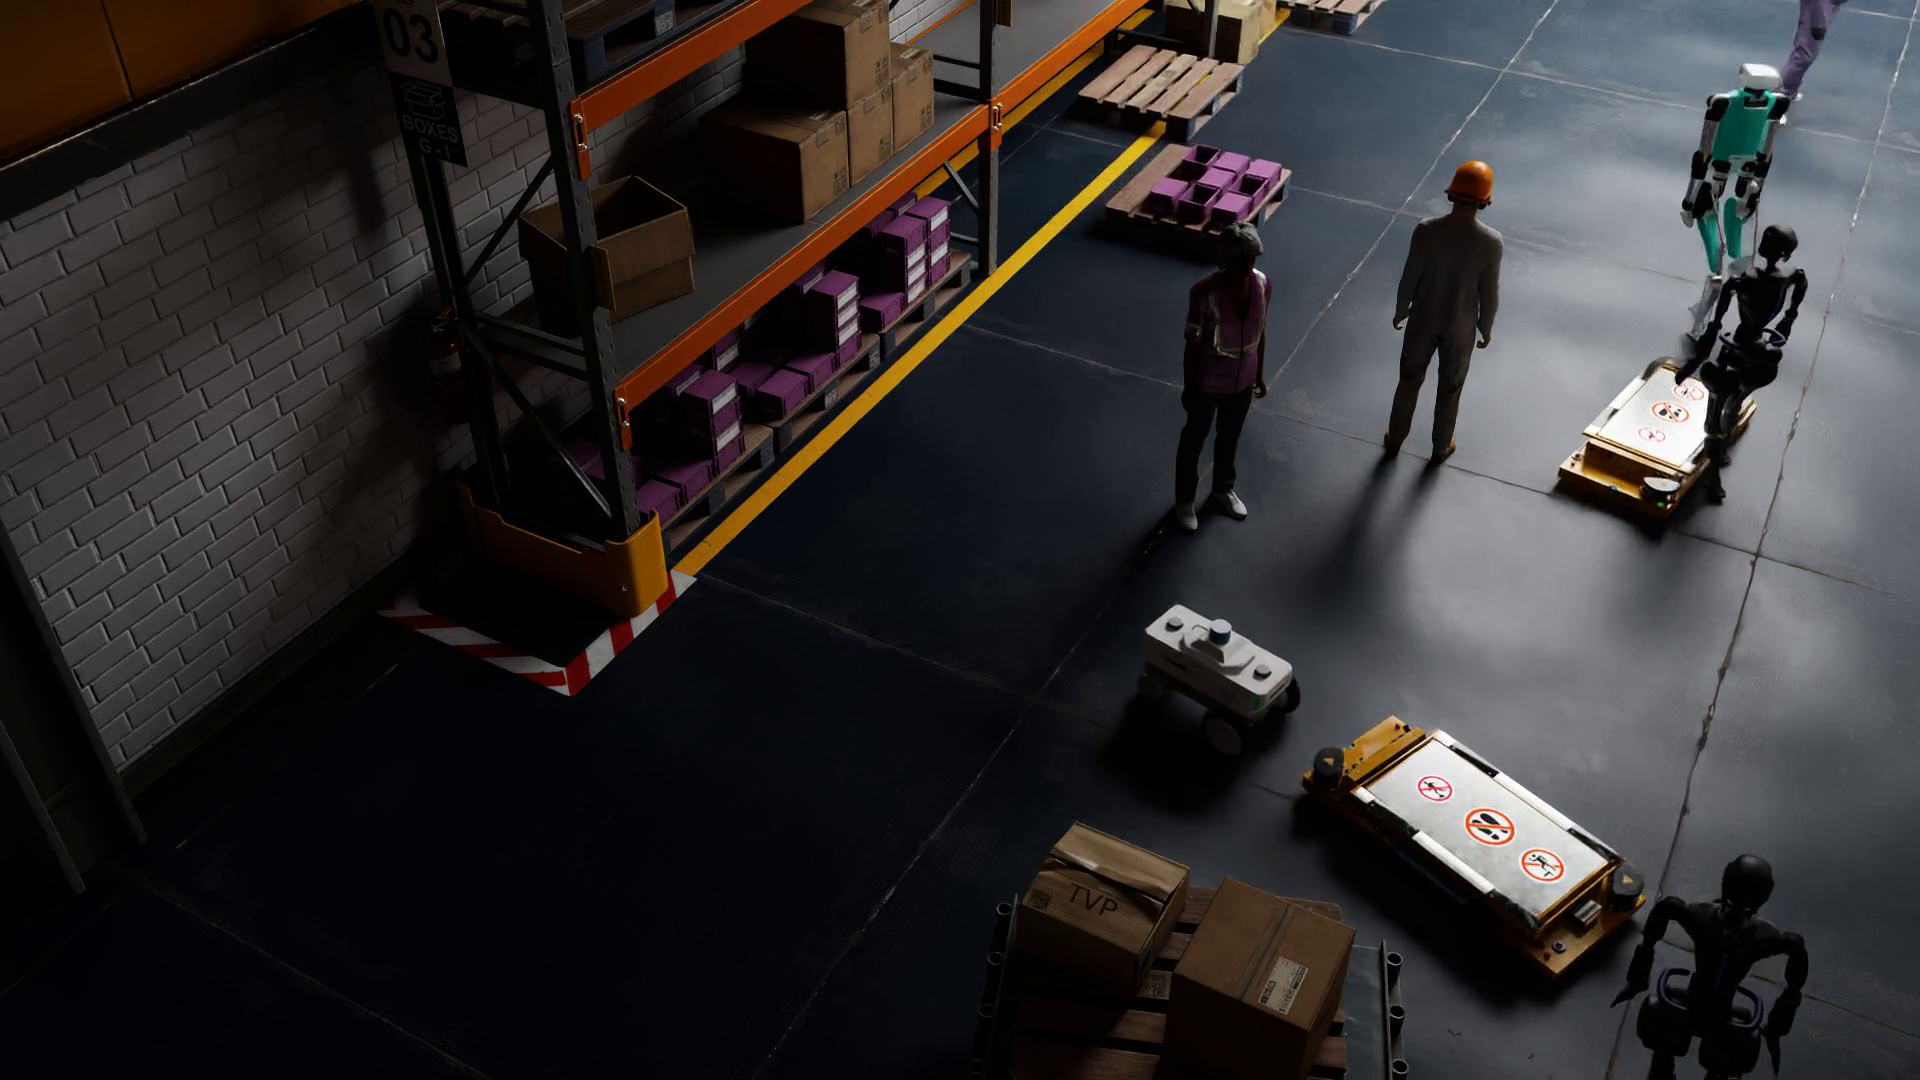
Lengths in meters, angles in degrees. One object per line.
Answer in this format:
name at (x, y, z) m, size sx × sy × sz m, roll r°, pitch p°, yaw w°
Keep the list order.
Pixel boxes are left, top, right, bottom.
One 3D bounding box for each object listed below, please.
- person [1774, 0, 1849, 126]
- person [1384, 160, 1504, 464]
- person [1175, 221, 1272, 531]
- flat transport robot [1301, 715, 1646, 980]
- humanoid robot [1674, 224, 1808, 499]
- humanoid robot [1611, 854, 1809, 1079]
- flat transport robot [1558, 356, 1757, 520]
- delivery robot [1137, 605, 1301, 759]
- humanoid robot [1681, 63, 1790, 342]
person at (6.940, -4.284, 13.307) m, size 0.397 × 1.865 × 0.772 m, roll 25°, pitch 45°, yaw 28°
person at (2.770, -1.280, 9.521) m, size 0.562 × 1.896 × 0.360 m, roll 13°, pitch 41°, yaw 16°
person at (1.440, -0.888, 9.066) m, size 0.506 × 1.847 × 0.339 m, roll -14°, pitch 41°, yaw -16°
flat transport robot at (2.314, 1.330, 7.556) m, size 0.659 × 0.231 × 1.431 m, roll -26°, pitch 46°, yaw -29°
humanoid robot at (4.400, -1.030, 9.408) m, size 0.601 × 1.646 × 0.591 m, roll -8°, pitch 39°, yaw -9°
humanoid robot at (2.657, 1.730, 5.950) m, size 0.586 × 1.640 × 0.506 m, roll 18°, pitch 42°, yaw 21°
flat transport robot at (4.230, -0.641, 10.021) m, size 0.659 × 0.231 × 1.431 m, roll 28°, pitch 46°, yaw 30°
delivery robot at (1.261, 0.646, 8.175) m, size 0.784 × 0.585 × 0.499 m, roll 29°, pitch 47°, yaw 31°
humanoid robot at (4.979, -2.054, 10.628) m, size 0.549 × 1.785 × 0.858 m, roll -6°, pitch 39°, yaw -7°
